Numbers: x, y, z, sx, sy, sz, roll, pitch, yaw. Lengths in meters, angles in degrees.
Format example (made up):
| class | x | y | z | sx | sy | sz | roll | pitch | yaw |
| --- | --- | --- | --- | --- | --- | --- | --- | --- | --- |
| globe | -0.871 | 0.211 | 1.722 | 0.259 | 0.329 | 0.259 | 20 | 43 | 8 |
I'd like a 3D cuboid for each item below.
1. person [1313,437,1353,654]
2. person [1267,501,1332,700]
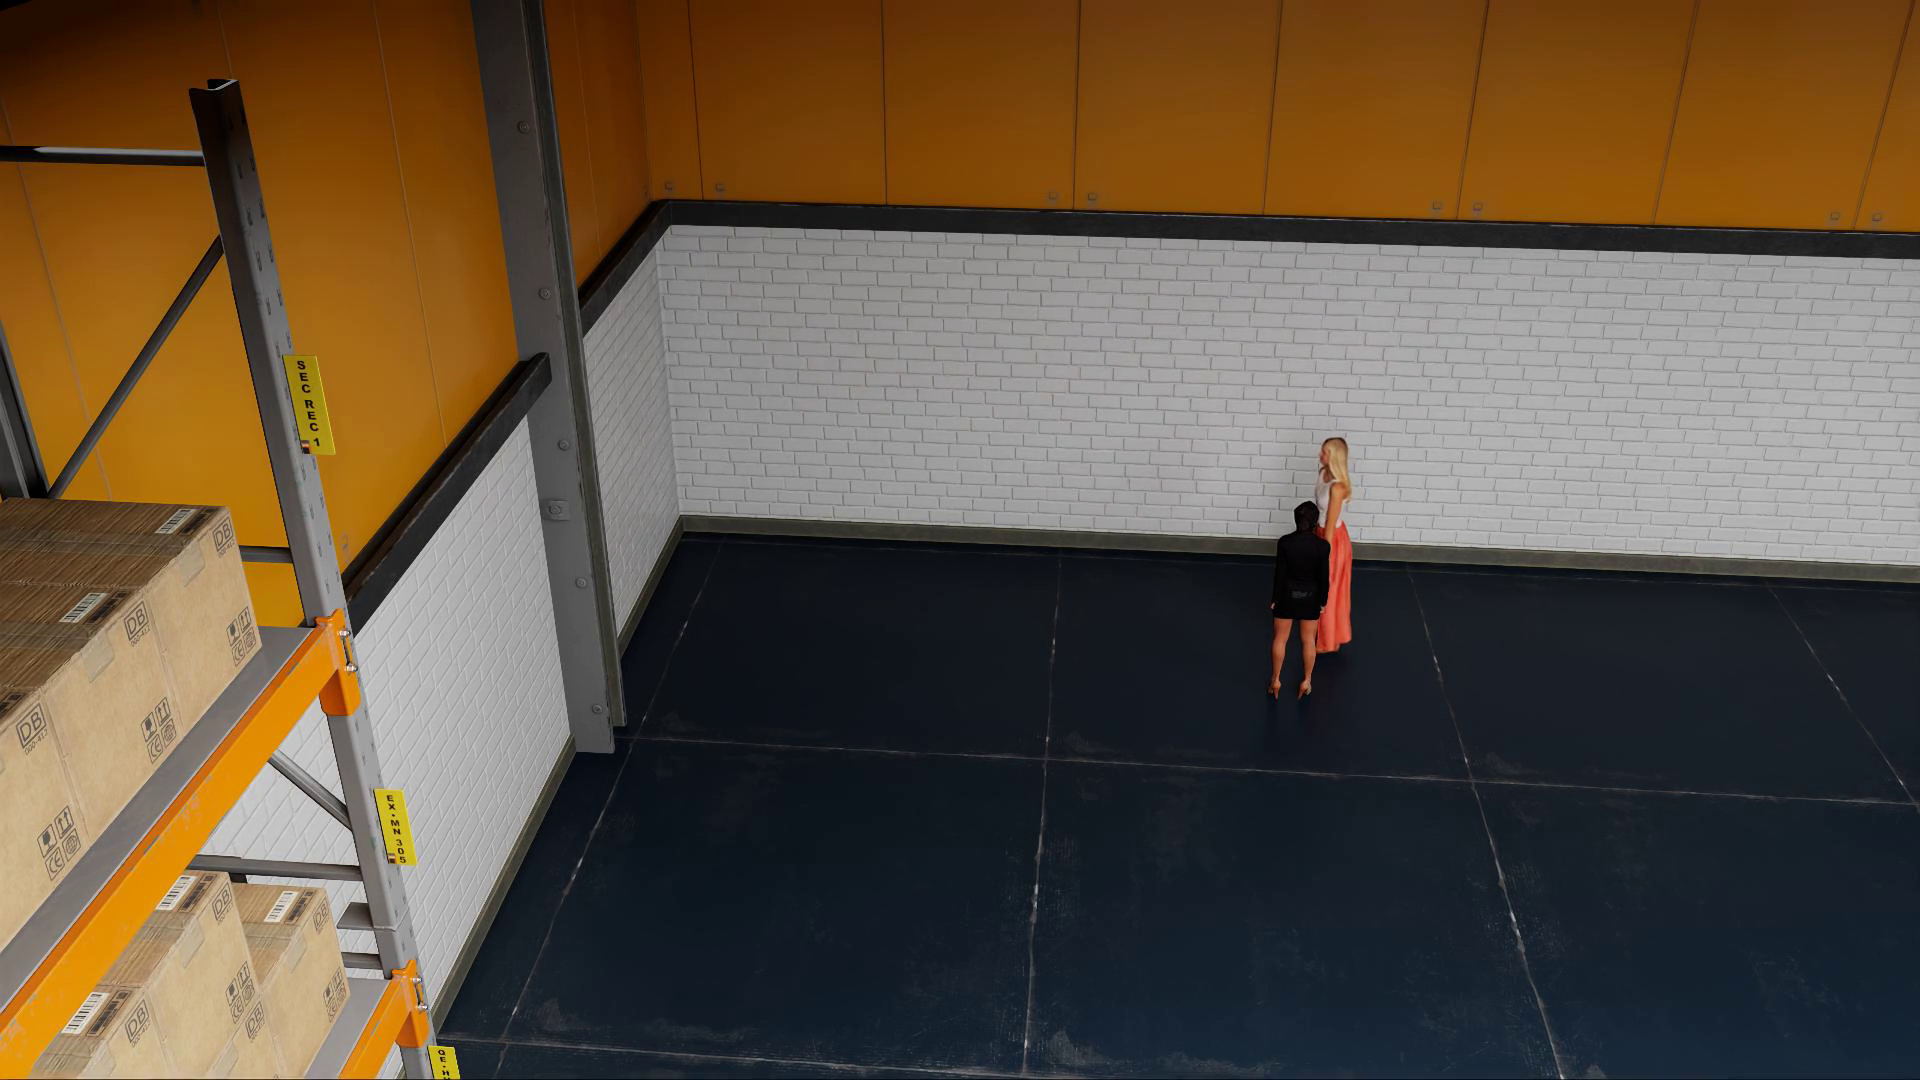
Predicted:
| class | x | y | z | sx | sy | sz | roll | pitch | yaw |
| --- | --- | --- | --- | --- | --- | --- | --- | --- | --- |
| person | 2.867 | 0.032 | 12.866 | 0.717 | 1.797 | 0.588 | -1 | 29 | -1 |
| person | 2.493 | 0.454 | 12.256 | 0.566 | 1.640 | 0.619 | 4 | 29 | 7 |
